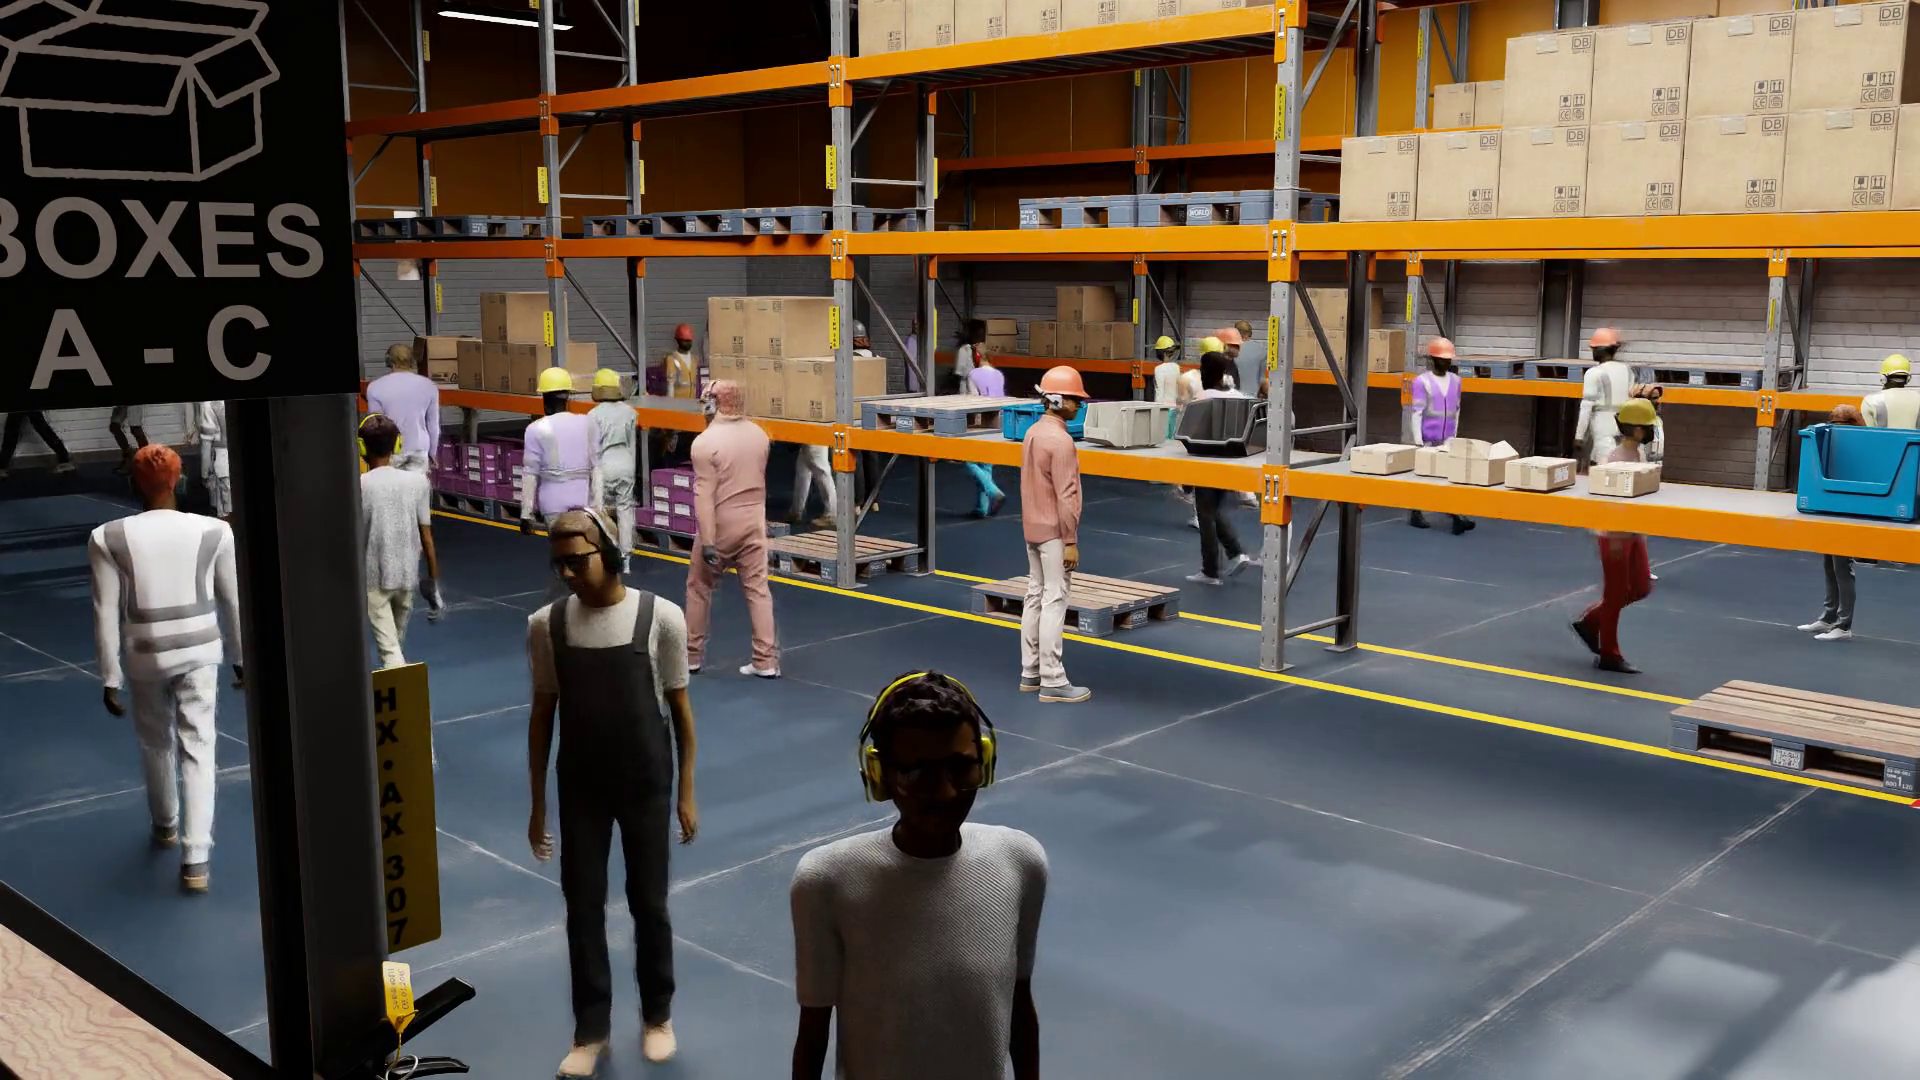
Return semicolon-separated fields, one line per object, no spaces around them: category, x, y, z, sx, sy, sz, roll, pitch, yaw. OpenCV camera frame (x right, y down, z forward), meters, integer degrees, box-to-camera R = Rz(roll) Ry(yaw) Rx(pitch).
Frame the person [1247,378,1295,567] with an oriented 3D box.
person;2.673;-0.577;14.301;0.502;1.631;0.286;-7;12;-37

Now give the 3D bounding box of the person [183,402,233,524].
person;-7.405;-1.110;16.692;0.657;1.916;0.604;0;9;2

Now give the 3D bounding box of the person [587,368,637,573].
person;-2.922;-0.574;13.977;0.496;1.728;0.371;-9;13;-44

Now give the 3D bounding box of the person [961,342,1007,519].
person;0.270;-1.108;16.965;0.479;1.816;0.611;7;12;37

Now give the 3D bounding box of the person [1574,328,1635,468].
person;6.379;-1.079;16.309;0.624;1.998;1.047;-6;11;-32

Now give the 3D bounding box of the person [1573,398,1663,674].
person;4.185;-0.030;10.563;0.447;1.757;0.531;8;13;42

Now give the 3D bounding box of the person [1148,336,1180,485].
person;2.421;-1.532;19.746;0.319;1.767;0.534;7;11;36

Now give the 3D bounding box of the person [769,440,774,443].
person;-2.954;-2.321;24.354;0.637;1.842;0.429;-4;10;-23

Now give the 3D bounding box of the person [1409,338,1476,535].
person;4.647;-1.000;16.113;0.574;1.881;0.991;-2;10;-15

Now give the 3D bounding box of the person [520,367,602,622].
person;-2.757;-0.265;11.623;0.964;1.888;0.600;7;12;37

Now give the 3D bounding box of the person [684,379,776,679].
person;-1.515;-0.068;10.464;0.889;1.873;0.668;8;12;39

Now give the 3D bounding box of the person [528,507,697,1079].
person;-1.101;0.806;5.290;0.533;1.835;0.396;0;9;1

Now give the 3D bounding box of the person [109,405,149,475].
person;-10.336;-1.736;20.593;0.615;1.894;0.564;-7;12;-37

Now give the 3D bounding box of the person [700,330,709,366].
person;-3.733;-2.459;25.095;0.824;1.879;0.650;2;9;11

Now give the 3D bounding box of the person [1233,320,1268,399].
person;3.487;-1.741;20.521;0.627;1.934;0.371;-5;10;-27

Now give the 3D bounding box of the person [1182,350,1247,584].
person;2.048;-0.577;13.482;0.442;1.907;0.593;8;12;42

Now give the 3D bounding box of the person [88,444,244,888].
person;-3.347;0.504;7.088;0.591;1.824;1.010;-5;11;-28

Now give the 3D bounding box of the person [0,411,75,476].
person;-11.588;-1.758;20.606;1.037;1.945;0.638;-3;10;-15

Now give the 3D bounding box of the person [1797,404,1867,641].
person;6.058;-0.120;11.490;0.281;1.634;0.498;1;9;9

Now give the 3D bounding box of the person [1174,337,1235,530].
person;2.442;-1.003;16.085;0.625;1.893;0.834;-4;10;-22

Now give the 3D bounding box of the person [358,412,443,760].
person;-3.003;0.247;8.687;0.538;1.827;0.967;-9;13;-43

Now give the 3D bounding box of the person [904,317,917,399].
person;-0.574;-2.161;23.211;0.402;1.900;0.634;2;9;10

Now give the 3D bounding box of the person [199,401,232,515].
person;-5.838;-0.570;13.459;0.565;1.882;0.978;-6;11;-34

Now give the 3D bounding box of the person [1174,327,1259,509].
person;2.790;-1.311;17.865;1.032;1.949;0.624;6;11;34

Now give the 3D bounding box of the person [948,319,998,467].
person;0.211;-1.890;21.546;1.018;1.890;0.645;6;11;32

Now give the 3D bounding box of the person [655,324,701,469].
person;-3.446;-1.720;20.555;1.006;1.889;0.568;7;12;38

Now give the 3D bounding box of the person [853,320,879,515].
person;-1.119;-1.290;17.419;0.536;2.000;0.688;6;11;33

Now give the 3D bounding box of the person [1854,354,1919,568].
person;7.961;-0.671;14.263;0.592;1.832;0.404;0;9;2

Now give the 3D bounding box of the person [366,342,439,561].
person;-4.858;-0.763;14.544;0.626;1.927;0.427;-6;11;-32

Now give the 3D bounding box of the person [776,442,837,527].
person;-1.550;-1.034;16.558;0.823;1.798;0.751;2;9;12

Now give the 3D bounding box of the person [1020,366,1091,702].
person;0.566;-0.039;9.902;0.393;1.988;0.623;-3;10;-19

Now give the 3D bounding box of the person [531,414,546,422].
person;-5.502;-1.781;21.730;0.506;1.616;0.325;7;11;35

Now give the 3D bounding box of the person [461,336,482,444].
person;-6.814;-2.043;23.306;0.551;1.613;0.629;1;9;8

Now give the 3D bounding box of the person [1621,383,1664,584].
person;5.561;-0.467;13.597;0.514;1.641;0.309;-7;12;-39

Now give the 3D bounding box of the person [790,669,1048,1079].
person;-0.056;1.144;3.013;0.521;1.874;0.328;-4;10;-21
